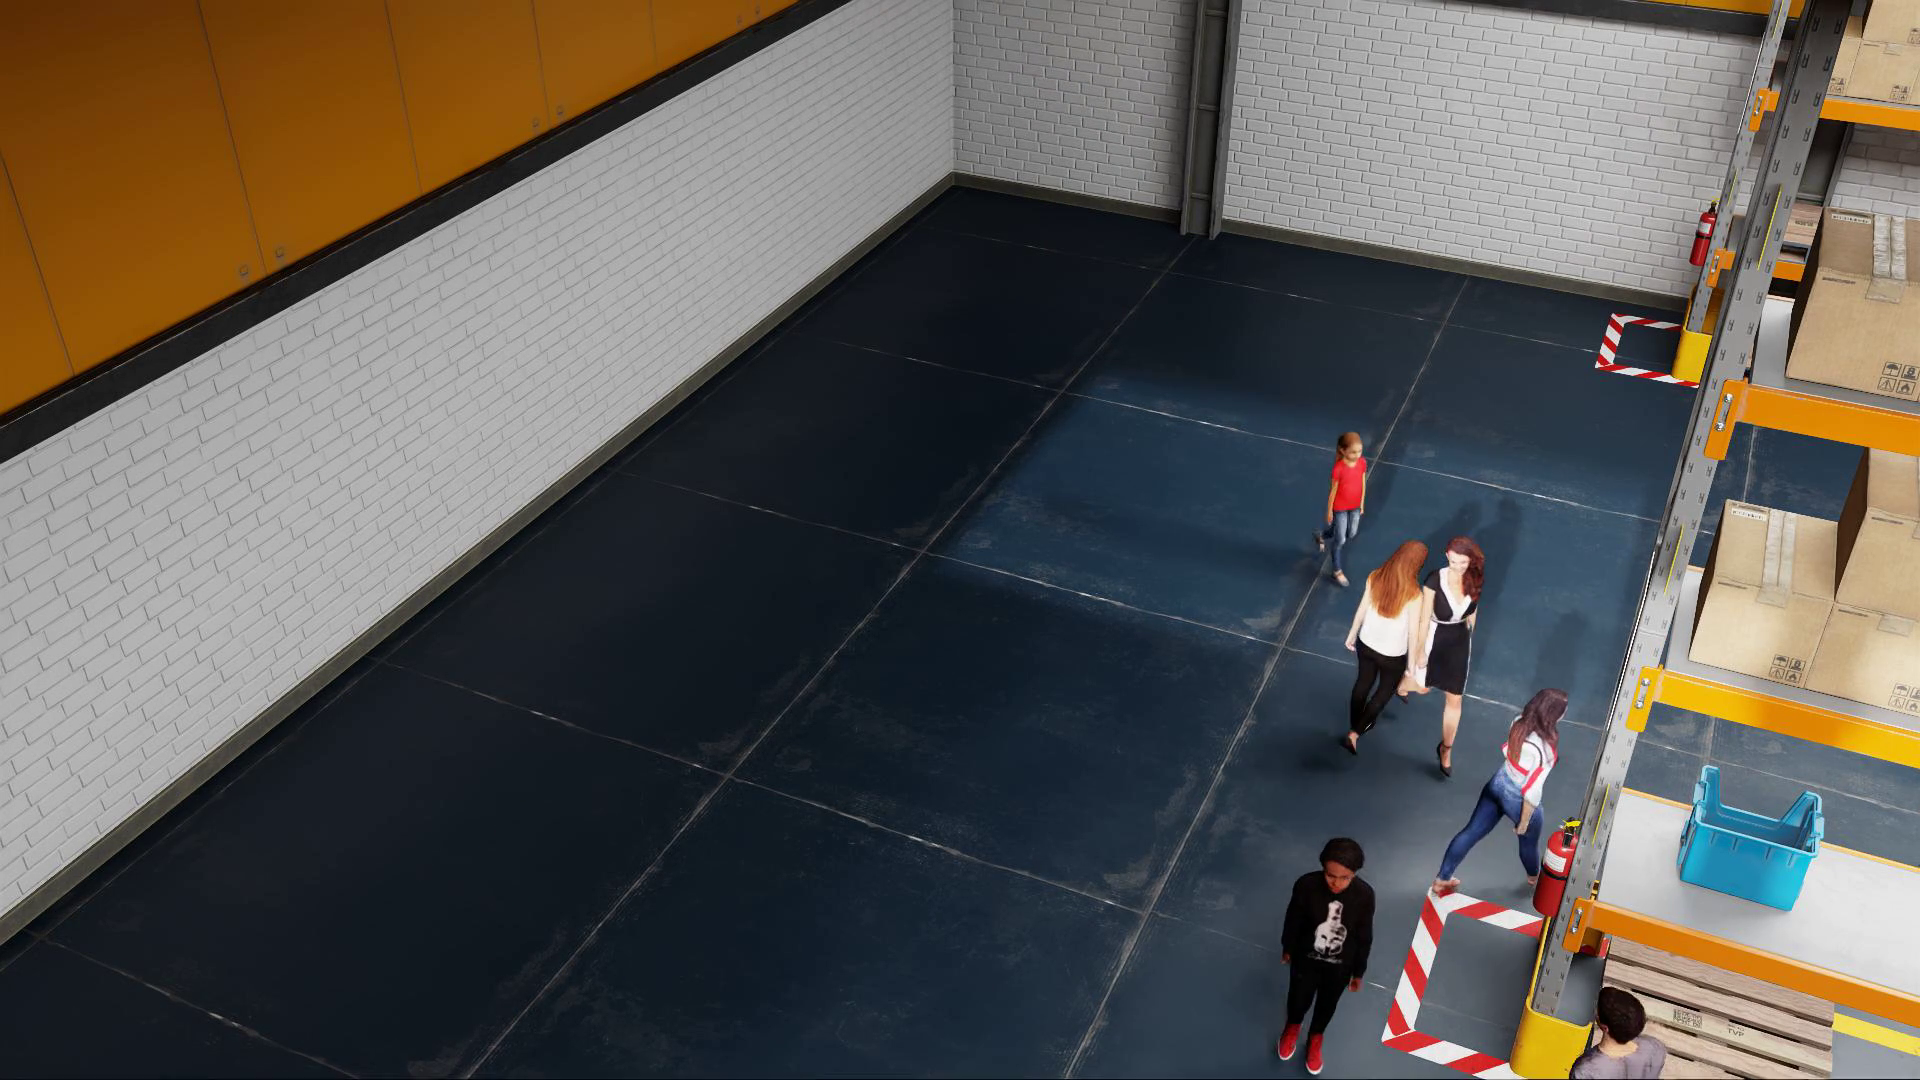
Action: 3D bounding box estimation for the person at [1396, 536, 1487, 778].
[{"bbox_3d":[3.143,0.685,11.038,1.080,1.764,1.060,-8,35,-12],"label":"person"}]

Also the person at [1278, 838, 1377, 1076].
[{"bbox_3d":[1.964,2.155,8.919,0.593,1.661,0.728,5,34,7],"label":"person"}]

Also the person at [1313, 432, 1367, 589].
[{"bbox_3d":[2.955,-0.288,12.927,0.730,1.293,0.827,-16,37,-22],"label":"person"}]

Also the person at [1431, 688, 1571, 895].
[{"bbox_3d":[3.228,1.551,9.911,1.177,1.569,1.074,-10,35,-15],"label":"person"}]

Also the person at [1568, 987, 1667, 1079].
[{"bbox_3d":[2.989,2.815,7.762,0.886,1.842,0.943,-13,36,-18],"label":"person"}]

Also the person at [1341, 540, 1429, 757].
[{"bbox_3d":[2.767,0.756,10.983,0.875,1.706,0.872,25,41,32],"label":"person"}]
